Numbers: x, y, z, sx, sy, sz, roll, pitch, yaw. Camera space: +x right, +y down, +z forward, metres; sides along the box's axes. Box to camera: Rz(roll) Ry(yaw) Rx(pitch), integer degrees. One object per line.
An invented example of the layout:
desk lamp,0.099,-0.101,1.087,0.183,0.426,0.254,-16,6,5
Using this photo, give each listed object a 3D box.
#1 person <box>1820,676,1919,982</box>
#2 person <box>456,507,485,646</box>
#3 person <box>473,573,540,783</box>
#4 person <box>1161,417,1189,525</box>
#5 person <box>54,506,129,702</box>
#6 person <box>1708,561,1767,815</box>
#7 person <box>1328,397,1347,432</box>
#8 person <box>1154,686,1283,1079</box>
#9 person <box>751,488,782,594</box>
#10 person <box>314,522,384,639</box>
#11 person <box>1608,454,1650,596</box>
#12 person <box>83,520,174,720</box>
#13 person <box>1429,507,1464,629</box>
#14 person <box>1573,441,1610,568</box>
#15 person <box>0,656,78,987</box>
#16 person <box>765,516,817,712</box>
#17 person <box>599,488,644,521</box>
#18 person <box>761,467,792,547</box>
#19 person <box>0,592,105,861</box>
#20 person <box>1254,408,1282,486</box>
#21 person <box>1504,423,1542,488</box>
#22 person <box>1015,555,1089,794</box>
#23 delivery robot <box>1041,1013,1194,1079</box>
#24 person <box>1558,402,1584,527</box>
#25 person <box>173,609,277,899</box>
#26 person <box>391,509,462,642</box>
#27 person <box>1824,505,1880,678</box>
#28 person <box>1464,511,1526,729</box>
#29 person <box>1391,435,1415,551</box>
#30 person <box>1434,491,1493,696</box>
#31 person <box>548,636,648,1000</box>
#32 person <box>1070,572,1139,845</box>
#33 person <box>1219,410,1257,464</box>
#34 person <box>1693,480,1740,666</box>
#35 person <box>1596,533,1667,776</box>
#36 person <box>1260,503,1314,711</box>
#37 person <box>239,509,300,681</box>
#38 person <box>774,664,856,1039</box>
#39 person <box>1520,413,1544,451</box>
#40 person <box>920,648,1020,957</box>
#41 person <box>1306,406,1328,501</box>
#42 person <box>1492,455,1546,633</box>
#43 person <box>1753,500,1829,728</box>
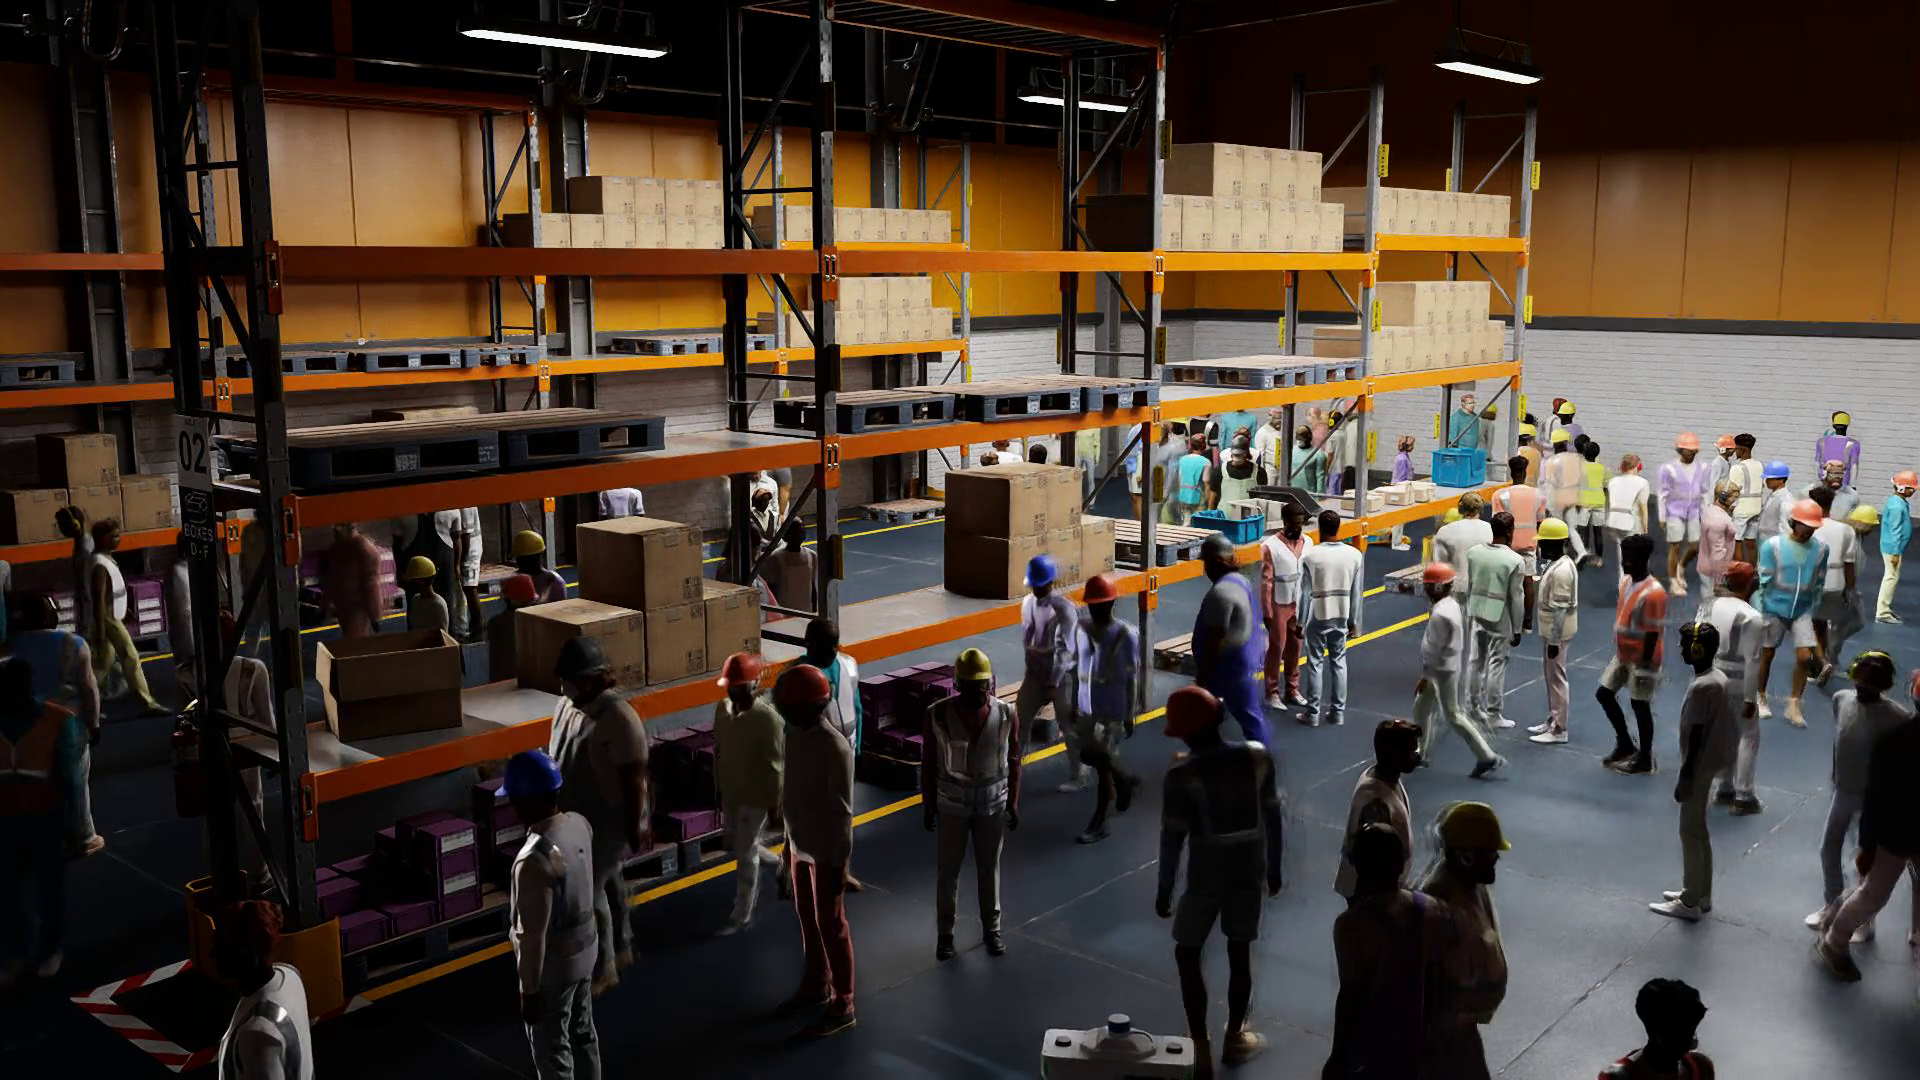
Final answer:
person,5.147,1.589,9.094,0.631,1.950,0.974,-2,10,-9
person,-5.280,0.144,17.687,0.386,1.957,0.603,-4,10,-22
person,-3.423,1.110,12.565,0.584,1.731,0.580,-9,13,-43
person,3.138,-0.938,24.257,0.397,1.920,0.586,5,11,29
person,-7.984,0.600,15.293,0.503,1.839,0.568,-5,11,-29
person,5.815,1.080,12.361,0.498,1.864,0.611,-2,10,-10
person,6.834,-1.958,30.315,0.371,1.928,0.543,-2,10,-11
person,1.295,1.702,8.307,0.721,1.990,0.411,-3,10,-16
person,-2.163,0.242,18.066,0.514,1.634,0.313,-6,11,-34
person,-5.534,0.653,14.866,0.649,1.885,0.778,9,13,42
person,7.903,-0.110,19.642,0.433,1.801,0.652,-5,11,-25
person,-7.490,0.714,14.704,0.846,1.813,0.570,-5,11,-28
person,4.745,0.542,15.971,0.476,1.726,0.493,-1,10,-5
person,8.378,-0.467,22.135,0.535,1.690,0.322,-2,10,-12
person,-5.256,1.575,9.346,0.586,1.890,0.568,-2,10,-12
person,-1.473,0.698,14.699,0.507,1.847,0.343,-6,11,-31
person,-3.999,-0.069,19.726,0.533,1.696,0.318,0,10,-1
person,-2.399,-0.377,20.535,0.536,2.000,0.688,-7,12,-34
person,-6.187,1.266,11.327,0.634,1.839,0.429,-2,10,-14
person,4.703,-1.036,24.915,0.657,1.895,0.399,-6,11,-33
person,7.511,-0.611,22.327,0.591,1.913,0.396,-5,11,-26
person,0.619,1.041,12.531,0.961,1.877,0.598,-9,13,-42
delivery robot,0.741,2.457,7.764,0.707,0.478,0.477,1,10,7
person,9.249,-1.136,25.404,0.585,1.927,0.366,-8,12,-38
person,-4.650,1.369,10.573,0.585,1.883,0.340,-2,10,-13
person,-5.436,0.217,16.987,0.681,2.000,0.535,-3,10,-20
person,8.675,0.498,16.247,0.445,1.720,0.504,8,12,38
person,4.646,0.700,14.516,0.392,1.911,0.584,-7,12,-34
person,6.239,-0.663,23.469,0.312,1.631,0.524,2,10,13
person,4.775,0.499,15.654,0.634,1.931,0.359,3,10,16
person,-2.093,1.511,9.266,0.719,2.000,0.690,-8,12,-40
person,1.060,1.150,11.791,0.552,1.922,0.728,9,13,42
person,4.467,-1.399,26.768,0.609,1.996,0.379,1,10,5
person,7.483,0.360,16.459,0.372,1.934,0.627,3,10,19
person,5.297,0.910,13.108,0.505,1.945,0.629,-1,10,-4
person,2.965,0.596,15.131,0.599,1.909,0.402,-6,11,-32
person,-6.712,0.474,16.167,0.660,1.810,0.439,2,10,14
person,-0.779,1.620,8.787,0.409,1.986,0.621,-6,11,-32
person,9.058,-1.178,26.375,0.548,1.674,0.505,-4,10,-24
person,0.065,1.531,9.750,0.597,1.836,0.404,-1,10,-8
person,5.301,-1.082,25.232,0.613,1.882,0.675,2,10,13
person,6.082,0.053,18.195,0.608,1.963,0.370,-1,10,-4
person,7.257,0.636,14.570,0.668,2.001,0.798,1,10,7
